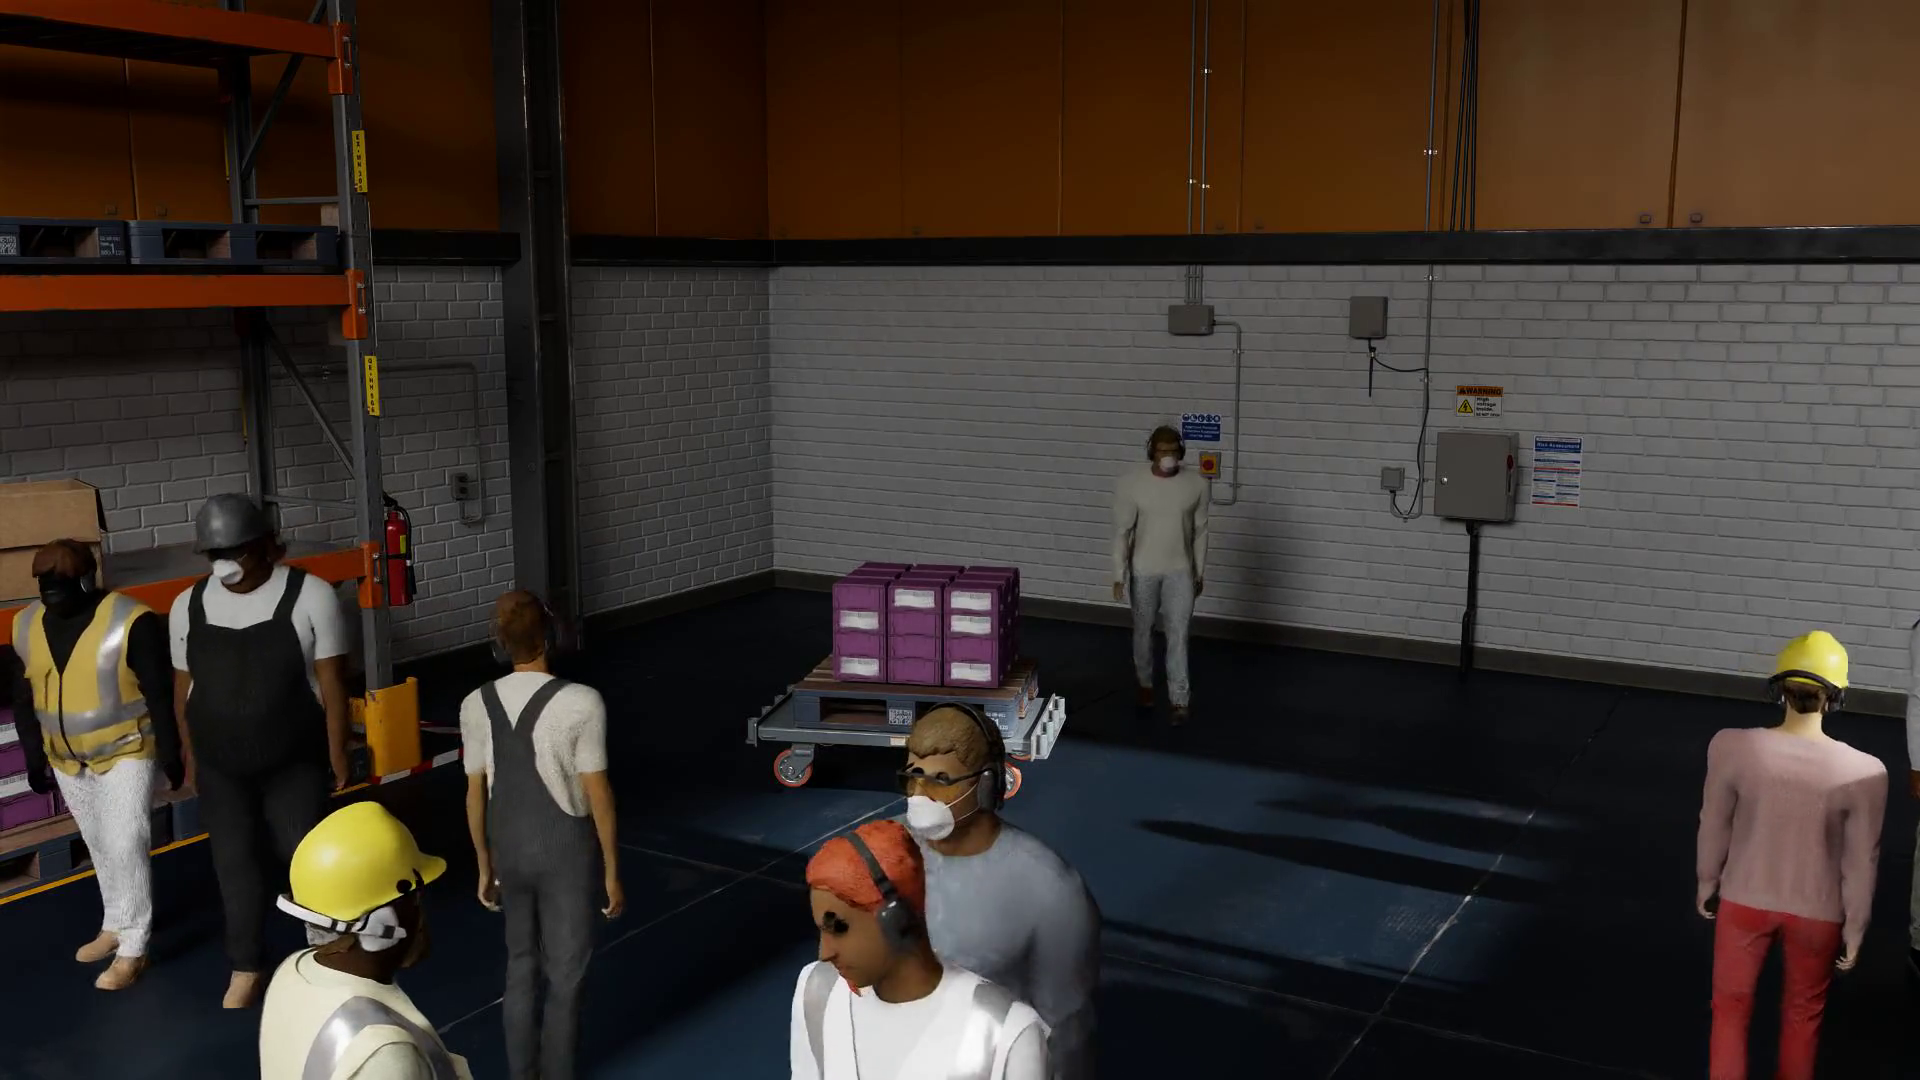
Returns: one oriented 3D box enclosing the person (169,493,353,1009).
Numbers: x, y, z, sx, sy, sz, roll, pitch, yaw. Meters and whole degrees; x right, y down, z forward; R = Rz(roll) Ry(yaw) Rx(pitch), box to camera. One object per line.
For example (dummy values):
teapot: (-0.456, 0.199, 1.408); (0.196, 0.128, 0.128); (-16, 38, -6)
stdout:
person: (-2.755, 0.776, 6.581); (0.701, 2.000, 0.667); (-1, 9, -6)

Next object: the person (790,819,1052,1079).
person: (-0.129, 1.434, 3.061); (0.608, 1.849, 0.772); (8, 12, 40)

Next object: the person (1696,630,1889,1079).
person: (2.563, 1.145, 5.187); (0.521, 1.740, 0.782); (5, 10, 27)

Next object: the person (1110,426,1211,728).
person: (1.271, 0.215, 10.577); (0.650, 1.878, 1.055); (0, 9, 0)

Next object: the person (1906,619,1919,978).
person: (4.090, 0.877, 6.649); (0.593, 1.820, 0.404); (1, 9, 4)

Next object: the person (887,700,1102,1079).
person: (0.001, 1.294, 3.663); (0.627, 1.940, 0.376); (6, 11, 32)

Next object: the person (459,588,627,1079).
person: (-1.360, 1.077, 5.427); (0.524, 1.832, 0.353); (3, 10, 17)

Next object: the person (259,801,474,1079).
person: (-1.128, 1.407, 3.271); (0.404, 1.837, 0.593); (-7, 12, -38)

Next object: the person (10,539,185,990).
person: (-3.492, 0.886, 6.664); (0.652, 1.808, 0.663); (1, 9, 9)
